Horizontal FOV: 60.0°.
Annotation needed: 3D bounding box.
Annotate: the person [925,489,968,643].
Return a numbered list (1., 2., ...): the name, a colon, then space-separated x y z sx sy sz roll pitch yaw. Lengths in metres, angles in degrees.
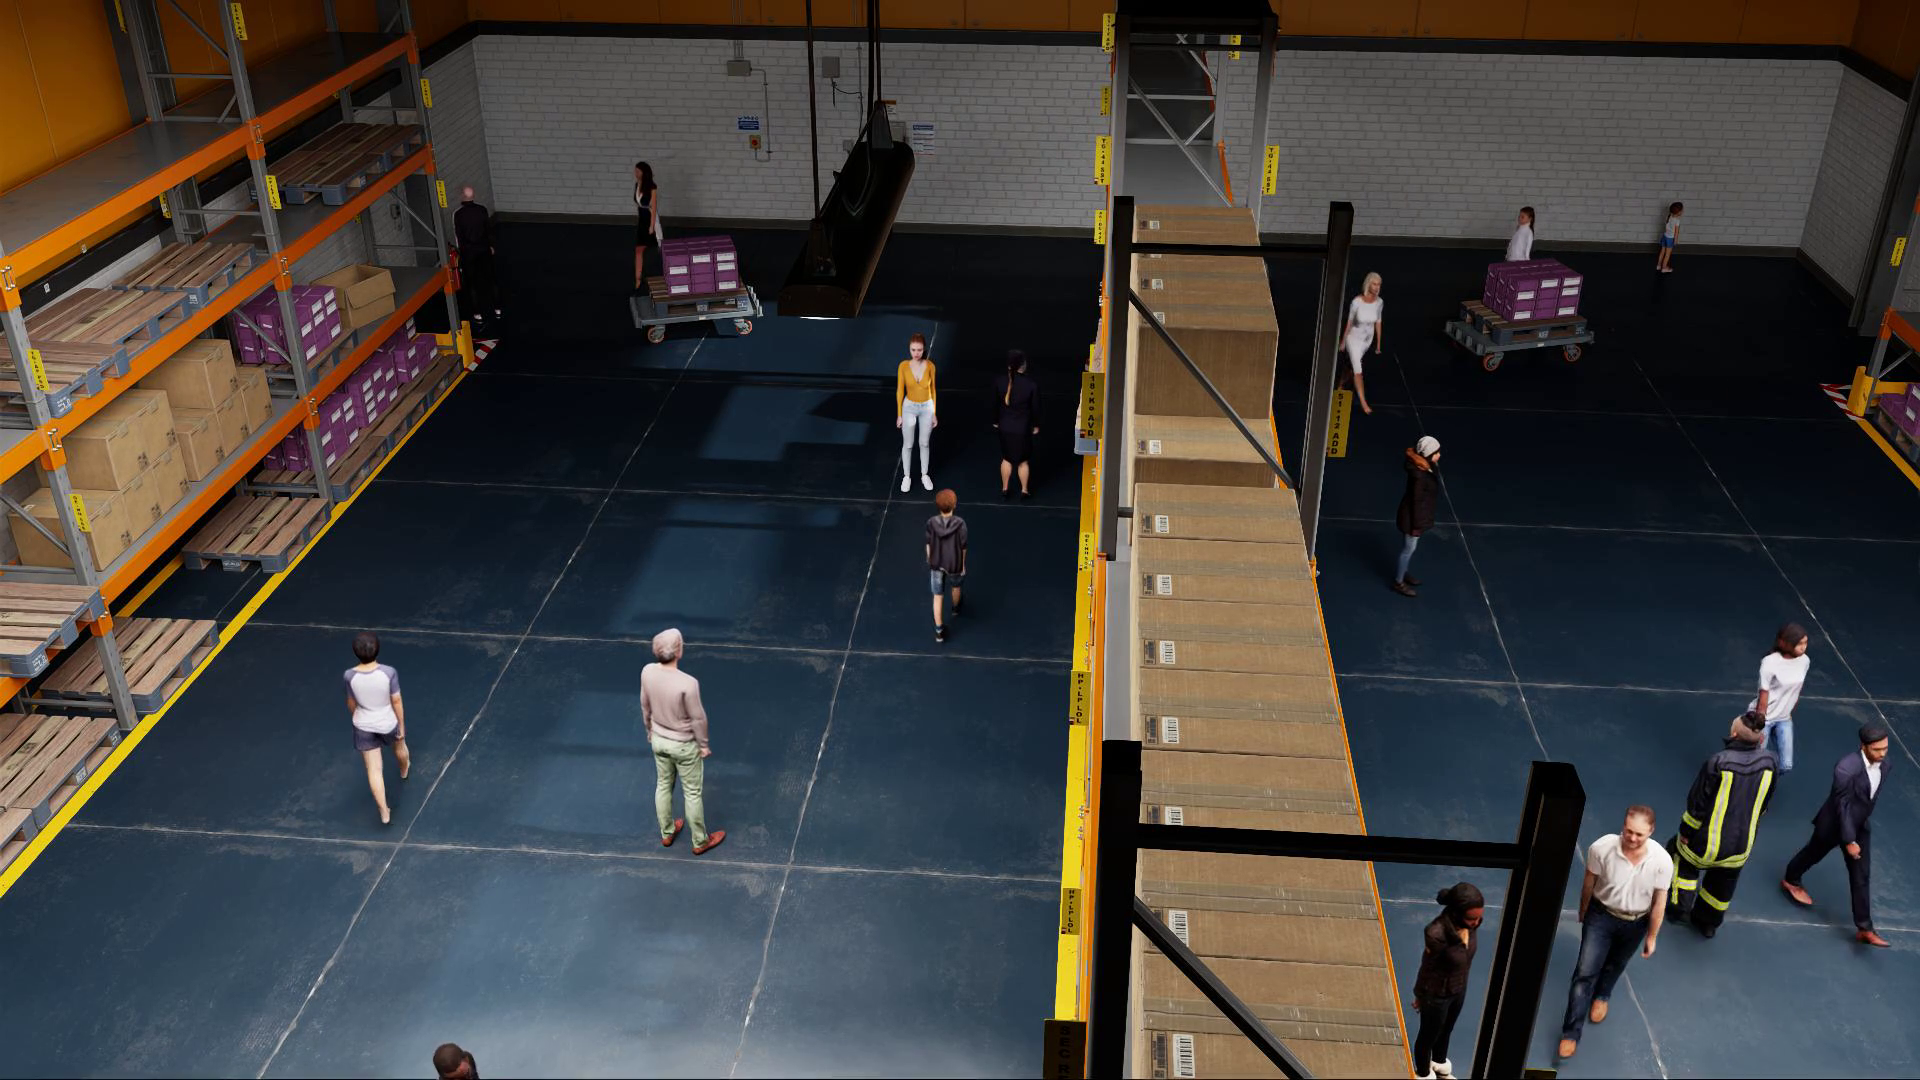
1. person: -0.142 0.247 15.010 0.581 1.408 0.947 4 29 8

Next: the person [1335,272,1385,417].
1. person: 4.615 -2.328 19.440 0.910 1.687 1.185 -10 30 -18

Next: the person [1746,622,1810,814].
1. person: 6.115 1.345 12.680 0.684 1.711 0.715 -7 29 -13

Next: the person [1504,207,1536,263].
1. person: 7.460 -3.675 22.070 0.827 1.532 1.029 -8 30 -14

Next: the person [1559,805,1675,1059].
1. person: 4.250 2.375 10.681 0.899 1.817 1.140 12 31 22

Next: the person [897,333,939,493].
1. person: -0.447 -1.350 17.581 0.642 1.749 0.602 -4 29 -7

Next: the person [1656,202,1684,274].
1. person: 10.179 -4.353 23.850 0.513 1.019 0.406 -5 29 -10

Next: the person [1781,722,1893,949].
1. person: 6.084 1.955 11.613 0.946 1.663 1.234 -10 30 -18

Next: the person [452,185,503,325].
1. person: -6.378 -3.779 21.943 0.757 1.837 0.811 -21 35 -33

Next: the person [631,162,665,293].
1. person: -4.241 -4.357 23.091 0.932 1.753 1.176 18 33 29

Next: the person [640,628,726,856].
1. person: -2.092 1.484 12.257 0.761 1.872 0.715 12 31 21

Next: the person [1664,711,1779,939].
1. person: 5.239 1.981 11.364 0.827 1.855 0.776 -3 29 -5

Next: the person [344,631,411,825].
1. person: -4.458 1.443 12.704 0.831 1.516 1.111 -9 30 -15

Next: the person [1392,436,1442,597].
1. person: 4.288 -0.252 15.691 0.744 1.632 0.615 10 30 18

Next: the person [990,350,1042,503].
1. person: 0.575 -1.177 17.345 0.736 1.671 0.689 8 30 14

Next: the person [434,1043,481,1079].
1. person: -2.682 3.352 8.929 0.893 1.779 0.792 -10 30 -18

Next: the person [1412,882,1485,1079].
1. person: 2.948 2.738 10.180 0.762 1.660 0.702 -2 29 -3
